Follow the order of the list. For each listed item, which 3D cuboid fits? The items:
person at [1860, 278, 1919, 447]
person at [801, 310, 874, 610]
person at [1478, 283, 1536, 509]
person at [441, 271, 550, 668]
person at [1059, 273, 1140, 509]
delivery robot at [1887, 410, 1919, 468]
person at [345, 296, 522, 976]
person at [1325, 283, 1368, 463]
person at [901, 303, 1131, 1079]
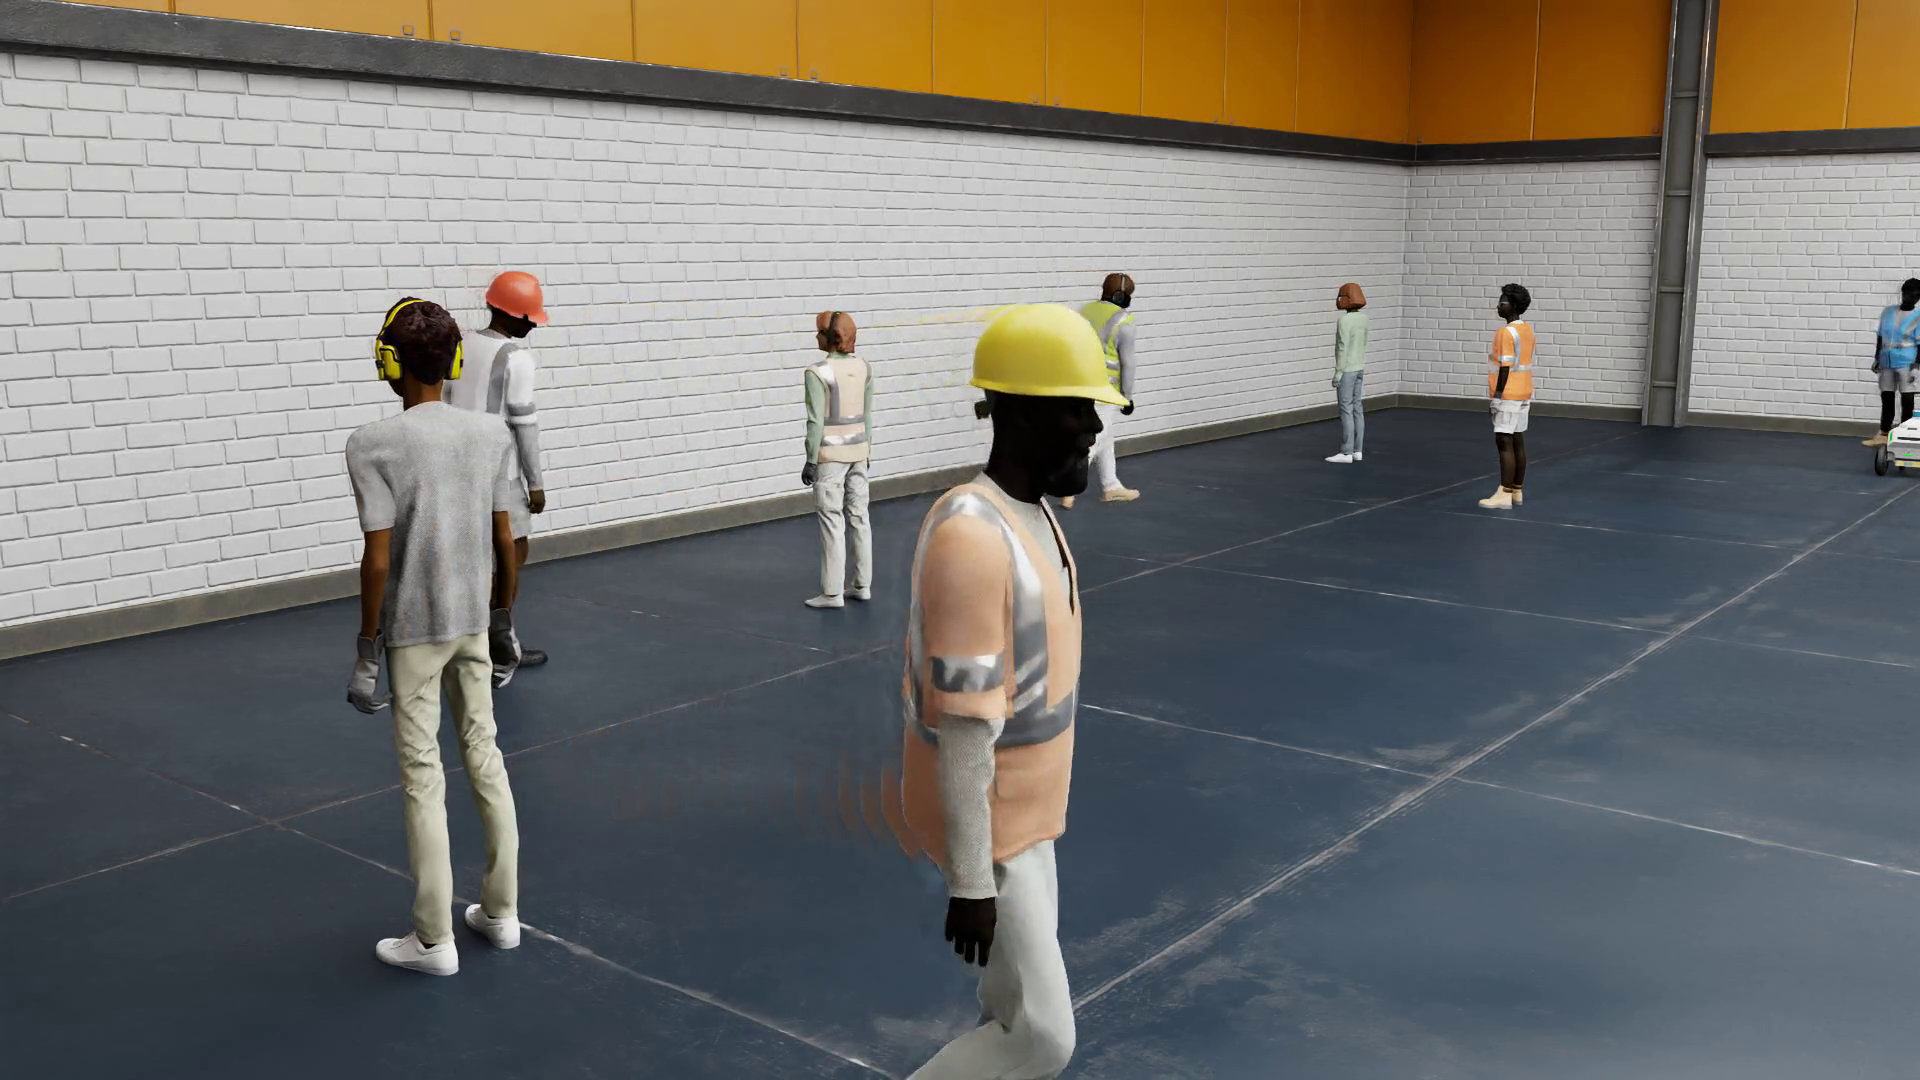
[{"bbox_3d":[9.000,-1.685,16.010,0.324,1.668,0.658,-4,11,-23],"label":"person"},{"bbox_3d":[-0.667,-0.437,9.157,0.306,1.642,0.523,8,13,37],"label":"person"},{"bbox_3d":[4.150,-1.085,12.588,0.315,1.698,0.541,8,13,37],"label":"person"},{"bbox_3d":[-2.270,-0.334,7.949,0.717,1.891,0.376,6,12,32],"label":"person"},{"bbox_3d":[1.034,-1.132,12.654,0.808,1.788,0.648,-6,12,-30],"label":"person"},{"bbox_3d":[8.246,-0.875,14.335,0.477,0.478,0.707,8,13,38],"label":"delivery robot"},{"bbox_3d":[-1.459,0.270,4.611,0.315,1.870,0.532,8,13,37],"label":"person"},{"bbox_3d":[3.549,-1.522,15.193,0.273,1.632,0.507,8,13,37],"label":"person"},{"bbox_3d":[0.057,0.512,3.158,0.502,1.909,0.613,3,11,14],"label":"person"}]
